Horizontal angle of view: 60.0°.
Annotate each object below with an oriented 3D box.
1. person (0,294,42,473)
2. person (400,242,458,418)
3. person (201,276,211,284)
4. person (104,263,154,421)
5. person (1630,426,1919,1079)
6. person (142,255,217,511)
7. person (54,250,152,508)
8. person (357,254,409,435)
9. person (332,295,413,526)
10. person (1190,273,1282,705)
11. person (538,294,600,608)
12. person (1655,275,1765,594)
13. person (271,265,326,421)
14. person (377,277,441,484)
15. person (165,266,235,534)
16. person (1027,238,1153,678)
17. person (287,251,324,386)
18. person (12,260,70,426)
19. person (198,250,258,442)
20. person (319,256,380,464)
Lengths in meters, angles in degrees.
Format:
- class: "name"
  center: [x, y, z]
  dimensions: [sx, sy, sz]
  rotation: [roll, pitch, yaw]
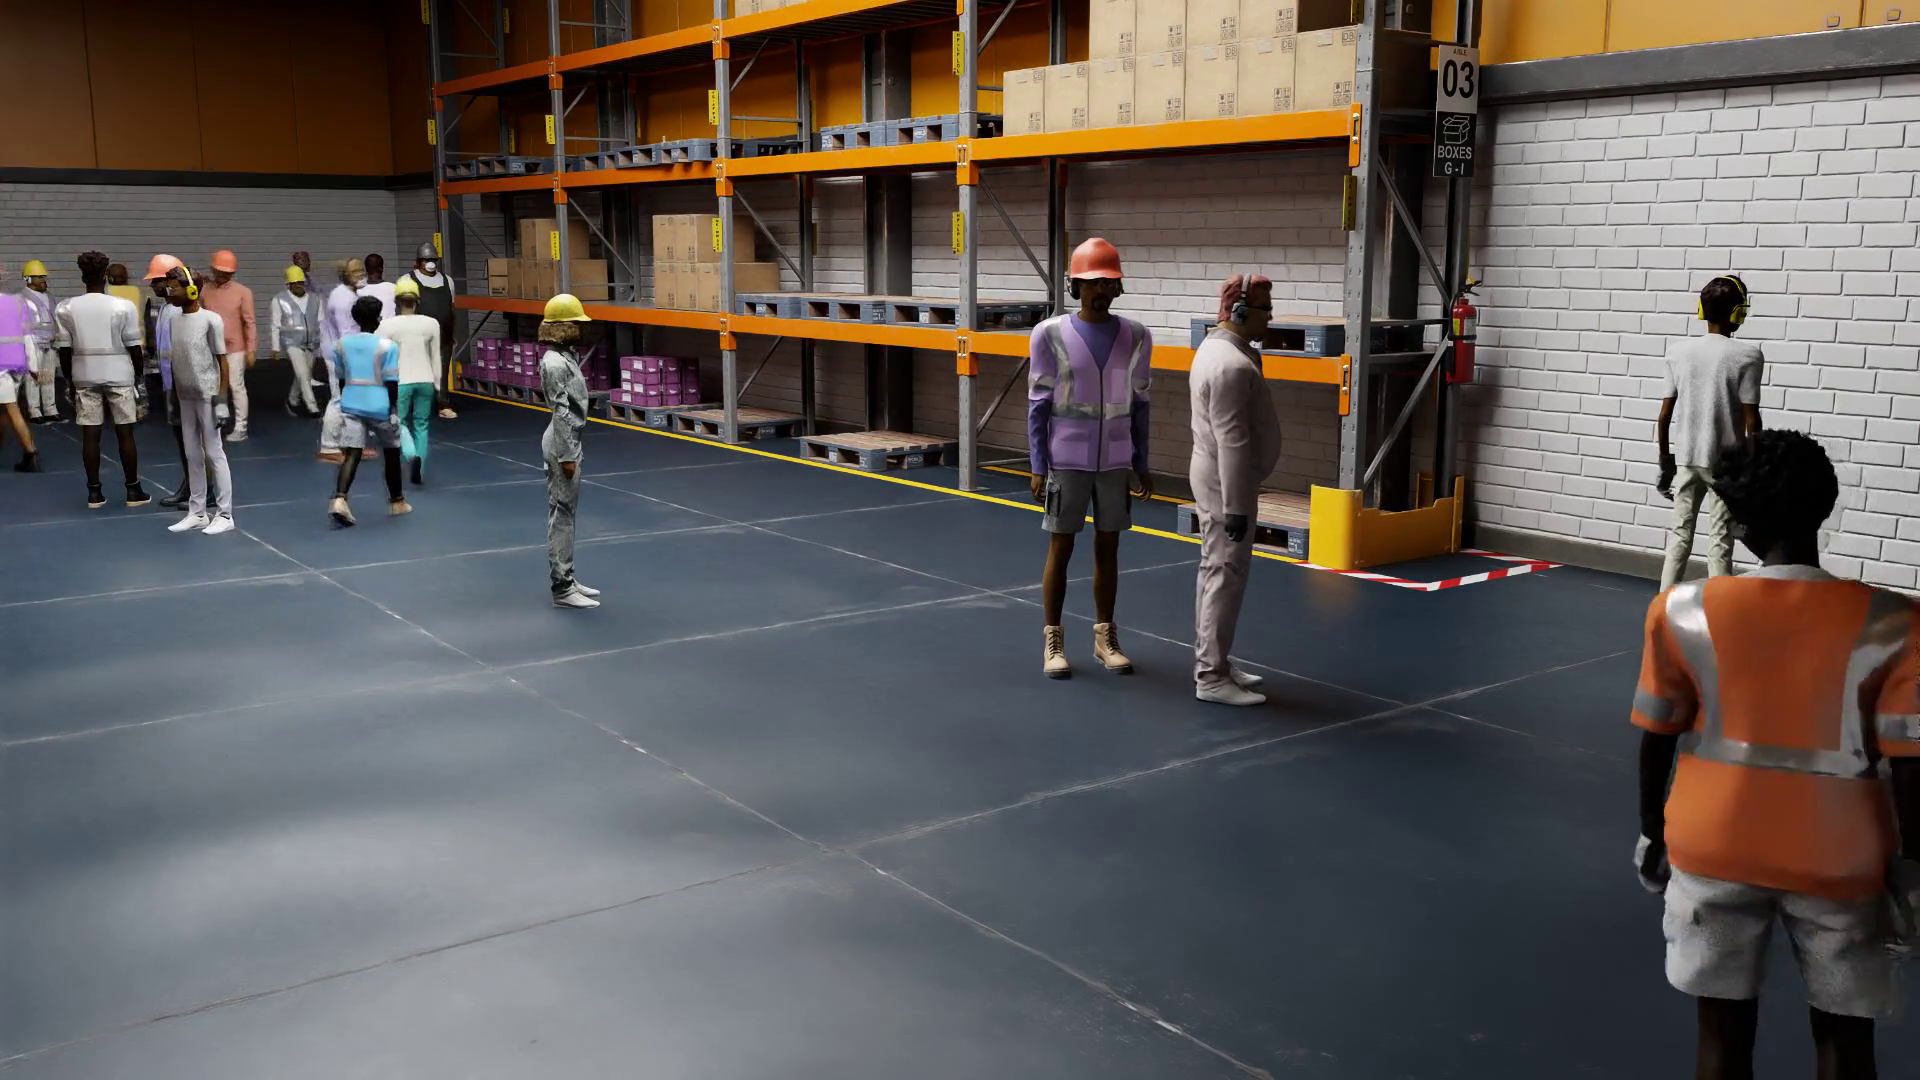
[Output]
- class: "person"
  center: [-8.582, -1.540, 14.750]
  dimensions: [0.990, 1.883, 0.559]
  rotation: [4, 11, 19]
- class: "person"
  center: [-6.065, -2.397, 19.115]
  dimensions: [0.680, 2.000, 0.536]
  rotation: [-9, 13, -41]
- class: "person"
  center: [-9.429, -2.479, 20.749]
  dimensions: [0.527, 1.607, 0.670]
  rotation: [1, 10, 4]
- class: "person"
  center: [-9.417, -2.217, 18.787]
  dimensions: [0.822, 1.812, 0.650]
  rotation: [8, 13, 39]
- class: "person"
  center: [1.575, 0.619, 3.243]
  dimensions: [0.552, 1.662, 0.419]
  rotation: [6, 12, 29]
- class: "person"
  center: [-5.941, -1.189, 12.638]
  dimensions: [0.552, 1.934, 0.373]
  rotation: [9, 14, 41]
- class: "person"
  center: [-6.561, -1.224, 12.755]
  dimensions: [0.609, 1.966, 0.364]
  rotation: [-2, 10, -13]
- class: "person"
  center: [-6.127, -2.052, 17.541]
  dimensions: [0.587, 1.914, 0.392]
  rotation: [-2, 10, -11]
- class: "person"
  center: [-4.305, -0.942, 12.042]
  dimensions: [0.530, 1.661, 0.849]
  rotation: [1, 10, 7]
- class: "person"
  center: [1.209, -0.218, 7.332]
  dimensions: [0.400, 1.896, 0.654]
  rotation: [1, 10, 3]
- class: "person"
  center: [-2.181, -0.495, 9.298]
  dimensions: [0.297, 1.744, 0.487]
  rotation: [-2, 10, -10]
- class: "person"
  center: [3.659, -0.346, 8.108]
  dimensions: [0.319, 1.871, 0.532]
  rotation: [-8, 13, -39]
- class: "person"
  center: [-7.631, -2.280, 19.198]
  dimensions: [0.883, 1.789, 0.613]
  rotation: [10, 14, 43]
- class: "person"
  center: [-4.545, -1.302, 13.803]
  dimensions: [0.526, 1.749, 0.580]
  rotation: [-7, 12, -33]
- class: "person"
  center: [-5.324, -0.967, 11.610]
  dimensions: [0.520, 1.864, 0.333]
  rotation: [5, 11, 24]
- class: "person"
  center: [0.618, -0.374, 7.771]
  dimensions: [0.605, 2.045, 0.378]
  rotation: [-2, 10, -14]
- class: "person"
  center: [-9.326, -3.147, 23.693]
  dimensions: [0.409, 1.907, 0.651]
  rotation: [-5, 11, -27]
- class: "person"
  center: [-10.250, -2.193, 18.555]
  dimensions: [0.403, 1.834, 0.589]
  rotation: [2, 10, 9]
- class: "person"
  center: [-7.402, -1.938, 16.794]
  dimensions: [0.650, 1.947, 0.734]
  rotation: [1, 10, 3]
- class: "person"
  center: [-5.610, -1.632, 15.199]
  dimensions: [0.590, 1.902, 0.647]
  rotation: [-2, 10, -9]
